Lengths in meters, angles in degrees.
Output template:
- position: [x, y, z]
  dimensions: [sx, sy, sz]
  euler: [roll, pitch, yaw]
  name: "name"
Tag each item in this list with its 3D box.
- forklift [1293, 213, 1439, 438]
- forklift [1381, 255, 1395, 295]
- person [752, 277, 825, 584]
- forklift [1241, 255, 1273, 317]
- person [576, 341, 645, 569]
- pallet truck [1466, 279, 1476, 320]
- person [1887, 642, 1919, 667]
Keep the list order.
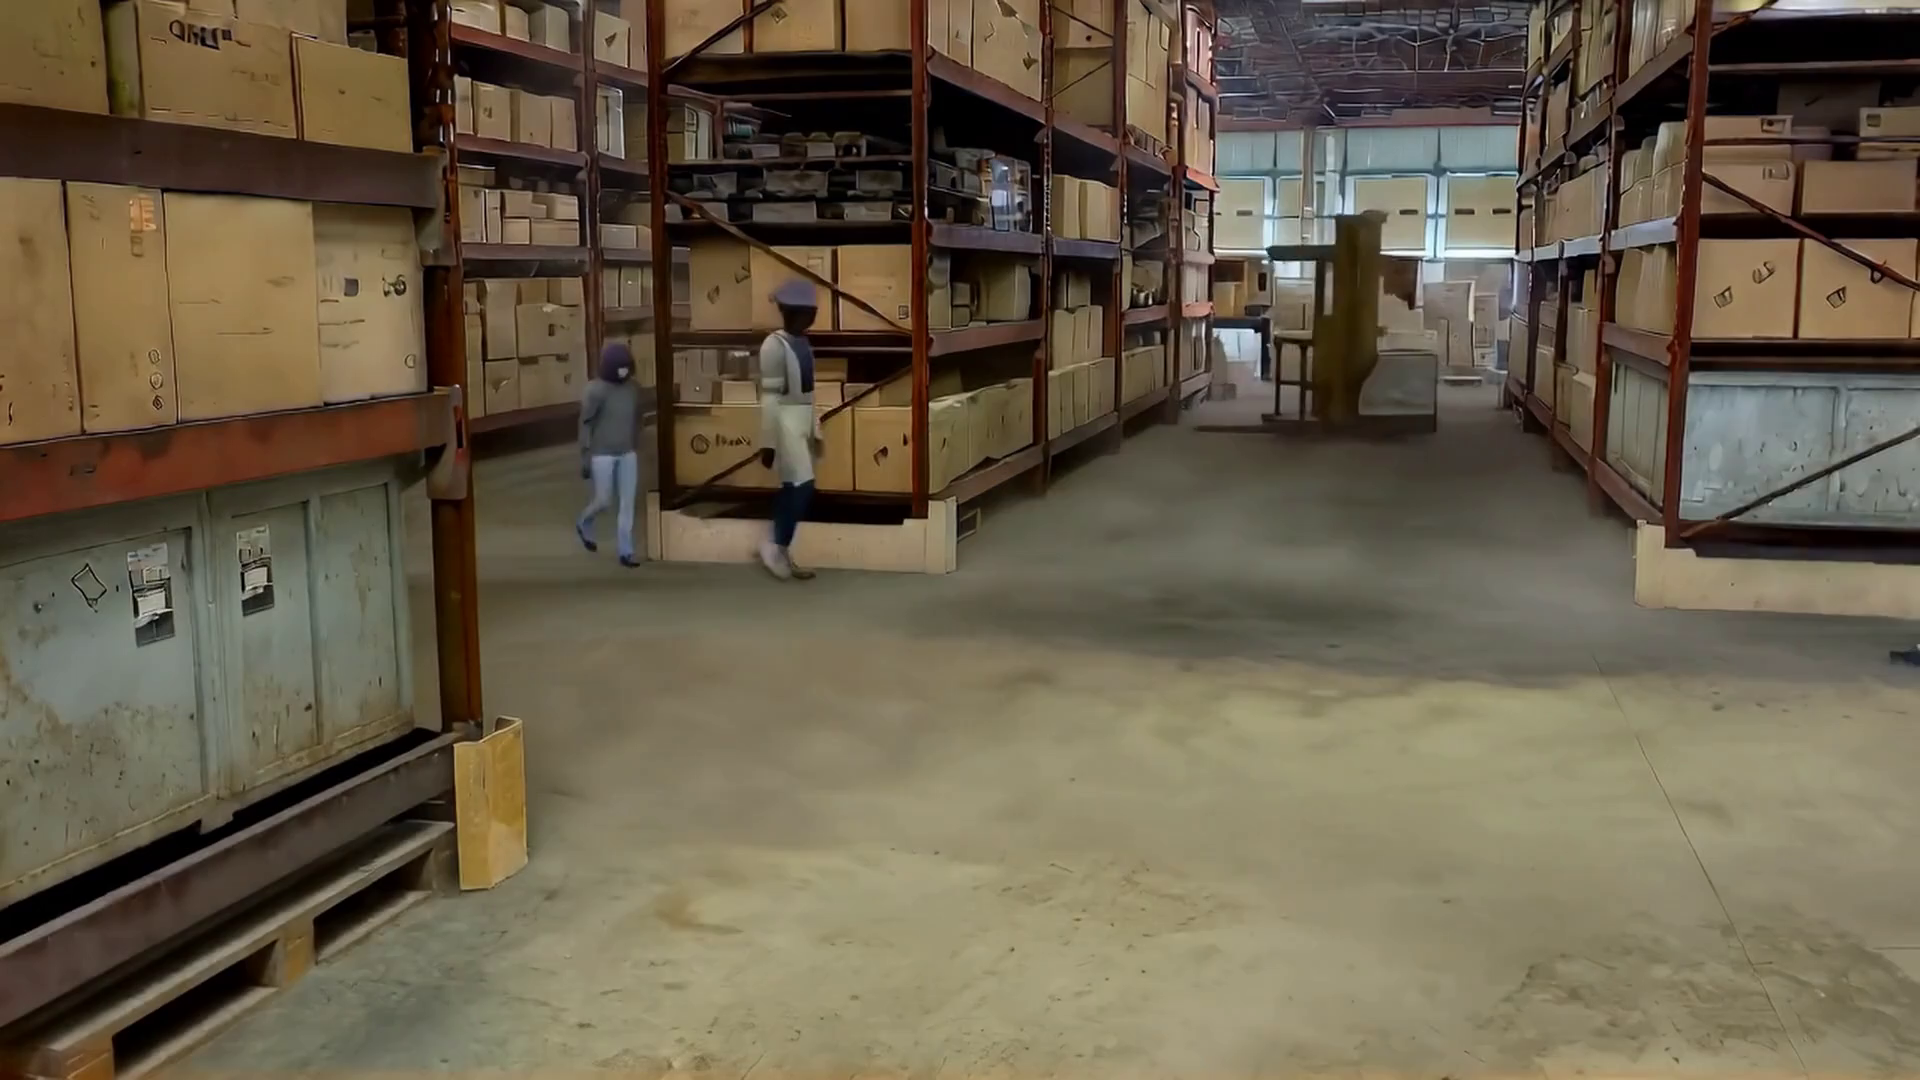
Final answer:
- position: [5.038, -2.730, 21.116]
  dimensions: [1.873, 2.768, 1.129]
  euler: [-1, 9, -7]
  name: "forklift"
- position: [14.311, -8.354, 56.850]
  dimensions: [1.129, 2.768, 1.873]
  euler: [-2, 9, -11]
  name: "forklift"
- position: [-1.082, -0.699, 10.910]
  dimensions: [0.433, 2.028, 0.603]
  euler: [2, 9, 11]
  name: "person"
- position: [10.551, -8.662, 58.805]
  dimensions: [1.129, 2.768, 1.873]
  euler: [2, 9, 15]
  name: "forklift"
- position: [-2.497, -0.609, 11.710]
  dimensions: [0.505, 1.602, 0.610]
  euler: [-7, 11, -38]
  name: "person"
- position: [18.896, -8.459, 60.307]
  dimensions: [1.885, 1.965, 0.823]
  euler: [5, 10, 31]
  name: "pallet truck"
- position: [5.324, -0.209, 8.484]
  dimensions: [0.835, 1.817, 0.632]
  euler: [5, 10, 29]
  name: "person"
